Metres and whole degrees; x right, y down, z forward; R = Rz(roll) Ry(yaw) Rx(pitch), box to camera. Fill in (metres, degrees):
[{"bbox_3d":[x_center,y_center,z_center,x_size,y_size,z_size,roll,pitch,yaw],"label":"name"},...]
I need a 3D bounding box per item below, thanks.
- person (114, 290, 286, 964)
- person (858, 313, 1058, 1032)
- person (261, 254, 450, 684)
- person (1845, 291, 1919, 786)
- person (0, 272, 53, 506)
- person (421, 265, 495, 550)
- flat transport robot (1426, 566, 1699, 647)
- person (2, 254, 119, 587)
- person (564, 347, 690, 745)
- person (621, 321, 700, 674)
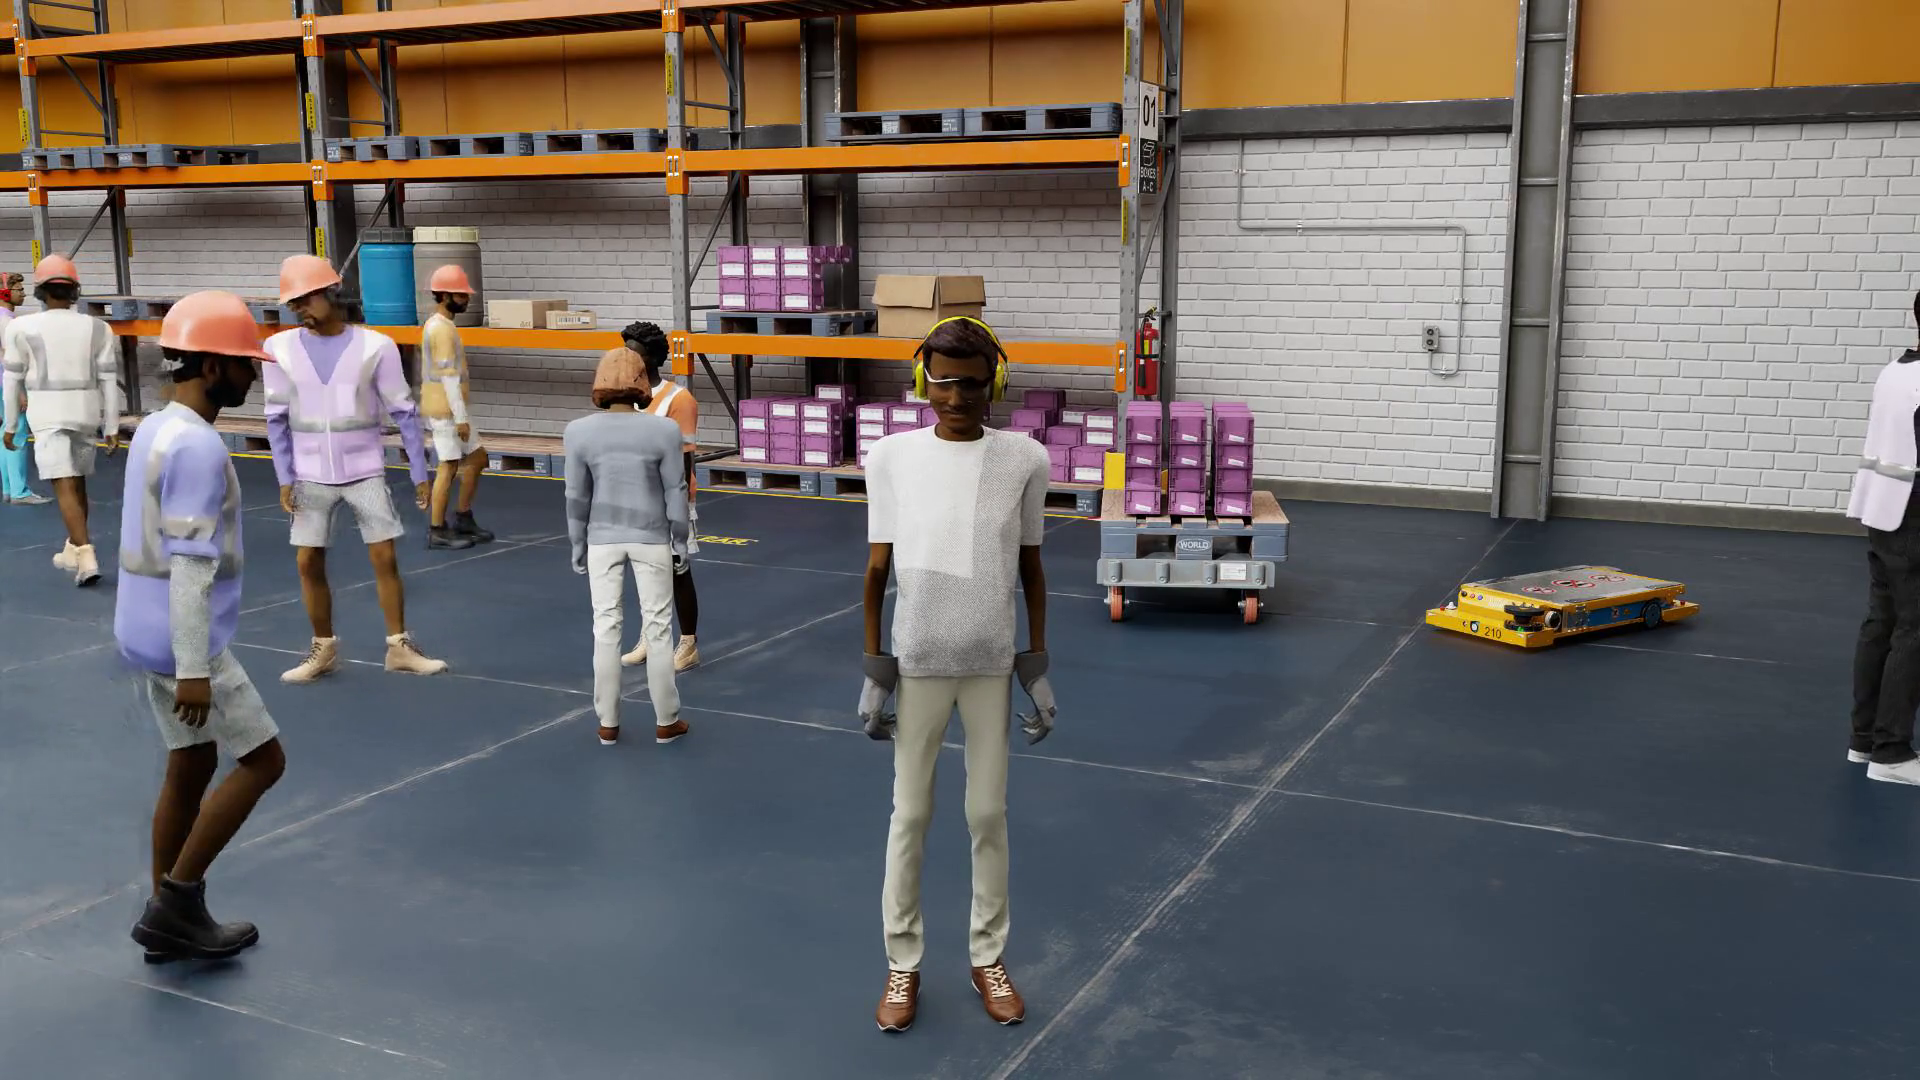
[{"bbox_3d":[-2.106,0.271,4.636,0.495,1.909,0.618,-7,12,-33],"label":"person"},{"bbox_3d":[-0.004,0.349,4.324,0.521,1.865,0.328,-1,10,-6],"label":"person"},{"bbox_3d":[-2.821,-0.306,7.746,0.763,2.018,0.367,-2,10,-9],"label":"person"},{"bbox_3d":[3.636,-0.031,6.366,0.412,1.915,0.623,2,10,10],"label":"person"},{"bbox_3d":[-7.525,-1.191,13.188,0.375,1.843,0.575,-8,13,-39],"label":"person"},{"bbox_3d":[-3.363,-0.881,11.206,0.585,1.914,0.564,-3,10,-16],"label":"person"},{"bbox_3d":[3.251,0.338,8.940,1.431,0.197,0.652,-6,12,-32],"label":"flat transport robot"},{"bbox_3d":[-5.447,-0.734,10.145,1.032,2.004,0.608,9,13,41],"label":"person"},{"bbox_3d":[-1.352,0.030,6.802,0.498,1.633,0.282,0,10,-1],"label":"person"},{"bbox_3d":[-1.463,-0.201,7.971,0.530,1.689,0.321,7,12,33],"label":"person"}]
